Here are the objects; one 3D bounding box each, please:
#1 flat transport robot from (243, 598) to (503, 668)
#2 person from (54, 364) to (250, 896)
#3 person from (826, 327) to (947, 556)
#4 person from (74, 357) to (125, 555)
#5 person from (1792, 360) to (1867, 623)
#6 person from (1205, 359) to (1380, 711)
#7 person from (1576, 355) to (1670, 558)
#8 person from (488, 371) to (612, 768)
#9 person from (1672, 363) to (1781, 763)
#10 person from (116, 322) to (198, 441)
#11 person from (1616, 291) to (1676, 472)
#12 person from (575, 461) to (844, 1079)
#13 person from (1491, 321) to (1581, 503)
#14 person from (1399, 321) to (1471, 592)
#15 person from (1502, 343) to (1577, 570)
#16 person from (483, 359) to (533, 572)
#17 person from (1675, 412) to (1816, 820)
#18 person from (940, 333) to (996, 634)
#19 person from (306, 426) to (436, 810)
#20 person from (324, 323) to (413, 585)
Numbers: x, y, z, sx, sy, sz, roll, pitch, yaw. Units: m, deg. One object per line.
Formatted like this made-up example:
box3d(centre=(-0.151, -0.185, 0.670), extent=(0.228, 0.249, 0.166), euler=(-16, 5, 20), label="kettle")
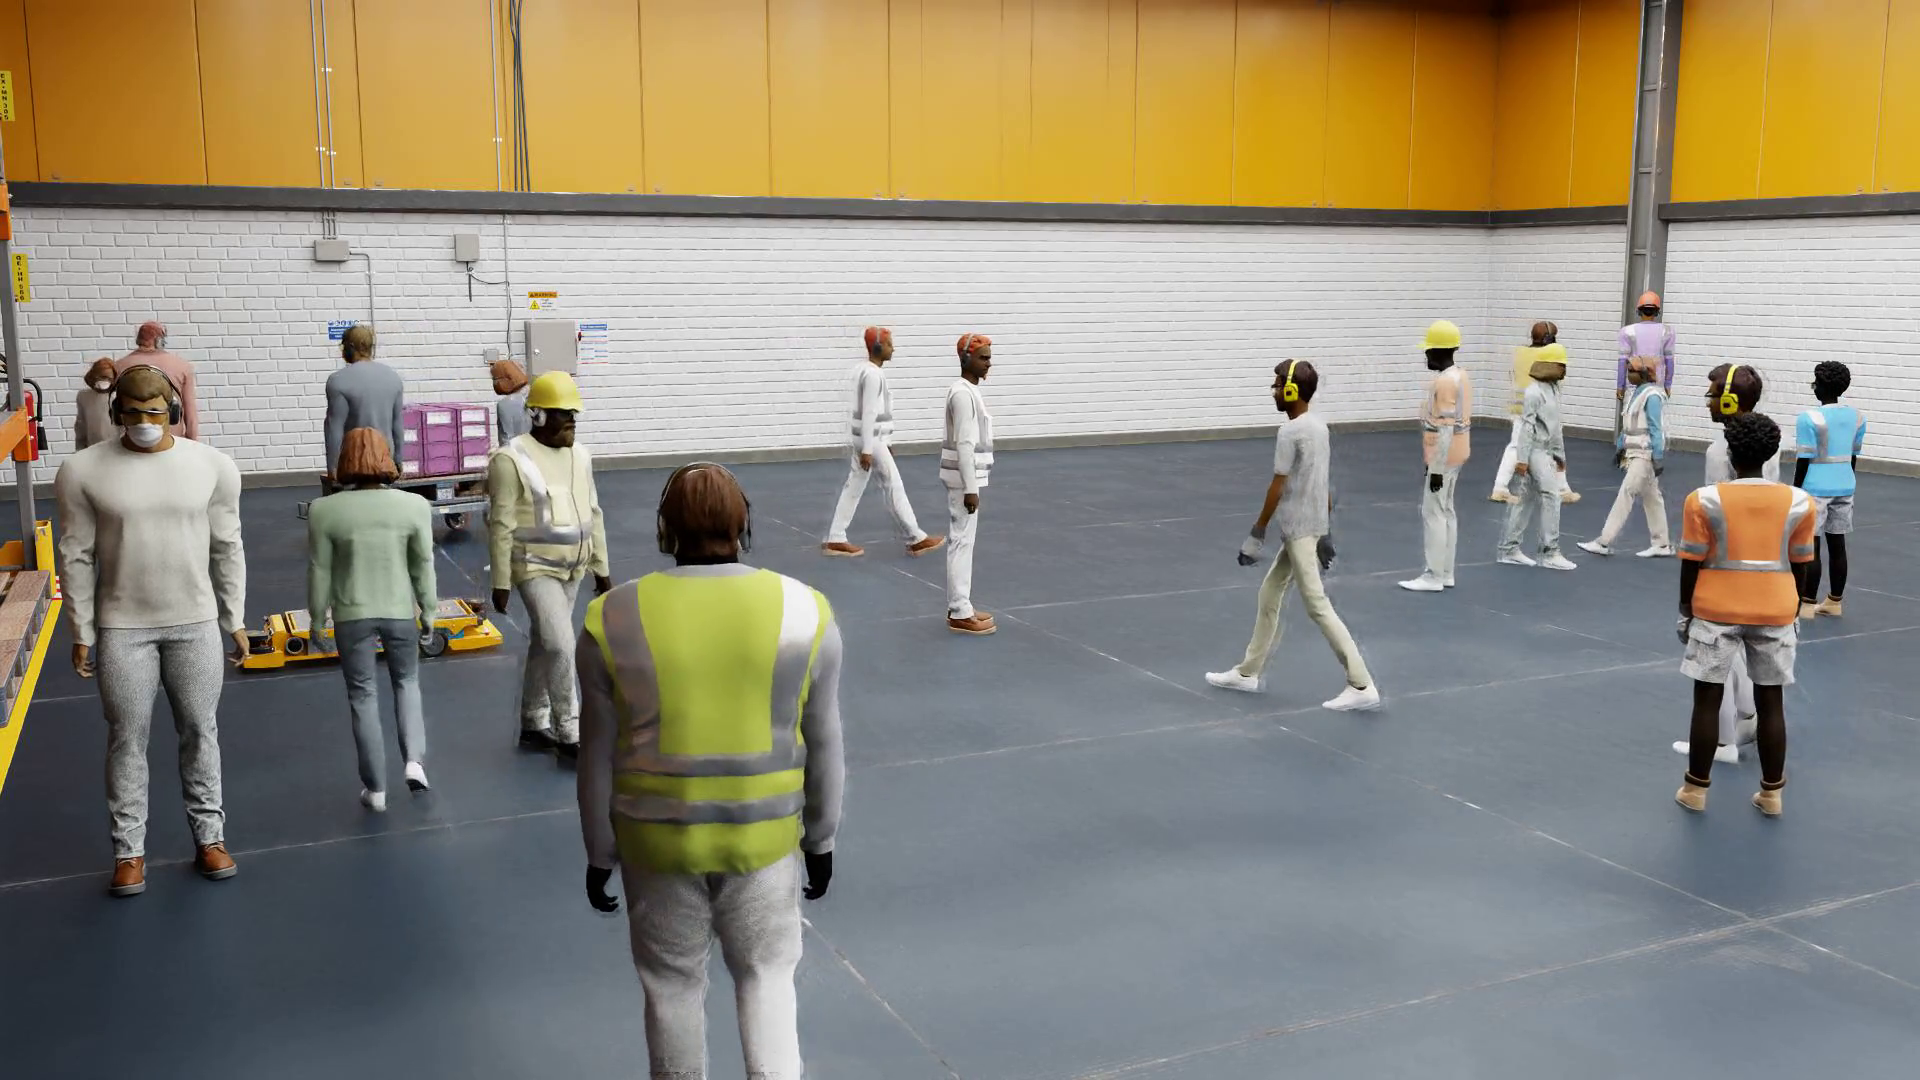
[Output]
box3d(centre=(-3.517, 0.539, 9.916), extent=(1.431, 0.197, 0.652), euler=(-4, 10, -25), label="flat transport robot")
box3d(centre=(-2.944, 0.322, 6.122), extent=(0.627, 1.934, 0.371), euler=(-5, 11, -30), label="person")
box3d(centre=(-0.627, -0.769, 13.203), extent=(0.972, 1.828, 0.603), euler=(-1, 9, -9), label="person")
box3d(centre=(-6.711, -0.643, 13.124), extent=(0.577, 1.609, 0.420), euler=(2, 9, 14), label="person")
box3d(centre=(5.586, -0.310, 10.772), extent=(0.534, 1.697, 0.318), euler=(-4, 10, -21), label="person")
box3d(centre=(1.775, -0.030, 8.681), extent=(0.989, 1.823, 0.534), euler=(5, 10, 27), label="person")
box3d(centre=(5.267, -0.650, 13.134), extent=(0.809, 1.598, 0.548), euler=(1, 9, 8), label="person")
box3d(centre=(-1.809, 0.135, 7.652), extent=(0.764, 1.804, 0.616), euler=(5, 10, 27), label="person")
box3d(centre=(3.524, 0.111, 7.681), extent=(0.548, 1.852, 0.388), euler=(-7, 11, -36), label="person")
box3d(centre=(-6.572, -0.834, 13.531), extent=(0.676, 1.844, 0.945), euler=(-5, 11, -30), label="person")
box3d(centre=(7.749, -1.783, 18.843), extent=(0.608, 2.044, 0.371), euler=(2, 9, 12), label="person")
box3d(centre=(-0.584, 0.728, 3.960), extent=(0.632, 1.827, 0.594), euler=(-2, 9, -14), label="person")
box3d(centre=(5.641, -1.241, 16.263), extent=(0.945, 1.797, 0.639), euler=(-3, 10, -18), label="person")
box3d(centre=(3.415, -0.582, 11.795), extent=(0.377, 1.913, 0.623), euler=(4, 10, 24), label="person")
box3d(centre=(4.498, -0.632, 12.672), extent=(0.742, 1.711, 0.503), euler=(7, 11, 36), label="person")
box3d(centre=(-3.369, -0.539, 12.419), extent=(0.609, 1.608, 0.531), euler=(2, 9, 14), label="person")
box3d(centre=(3.251, 0.317, 6.922), extent=(0.535, 1.691, 0.323), euler=(2, 9, 10), label="person")
box3d(centre=(0.054, -0.358, 10.490), extent=(0.360, 1.884, 0.574), euler=(0, 9, 2), label="person")
box3d(centre=(-2.486, 0.332, 7.032), extent=(0.507, 1.623, 0.353), euler=(-5, 10, -28), label="person")
box3d(centre=(-4.166, -0.577, 11.794), extent=(0.915, 1.910, 0.639), euler=(5, 10, 27), label="person")
